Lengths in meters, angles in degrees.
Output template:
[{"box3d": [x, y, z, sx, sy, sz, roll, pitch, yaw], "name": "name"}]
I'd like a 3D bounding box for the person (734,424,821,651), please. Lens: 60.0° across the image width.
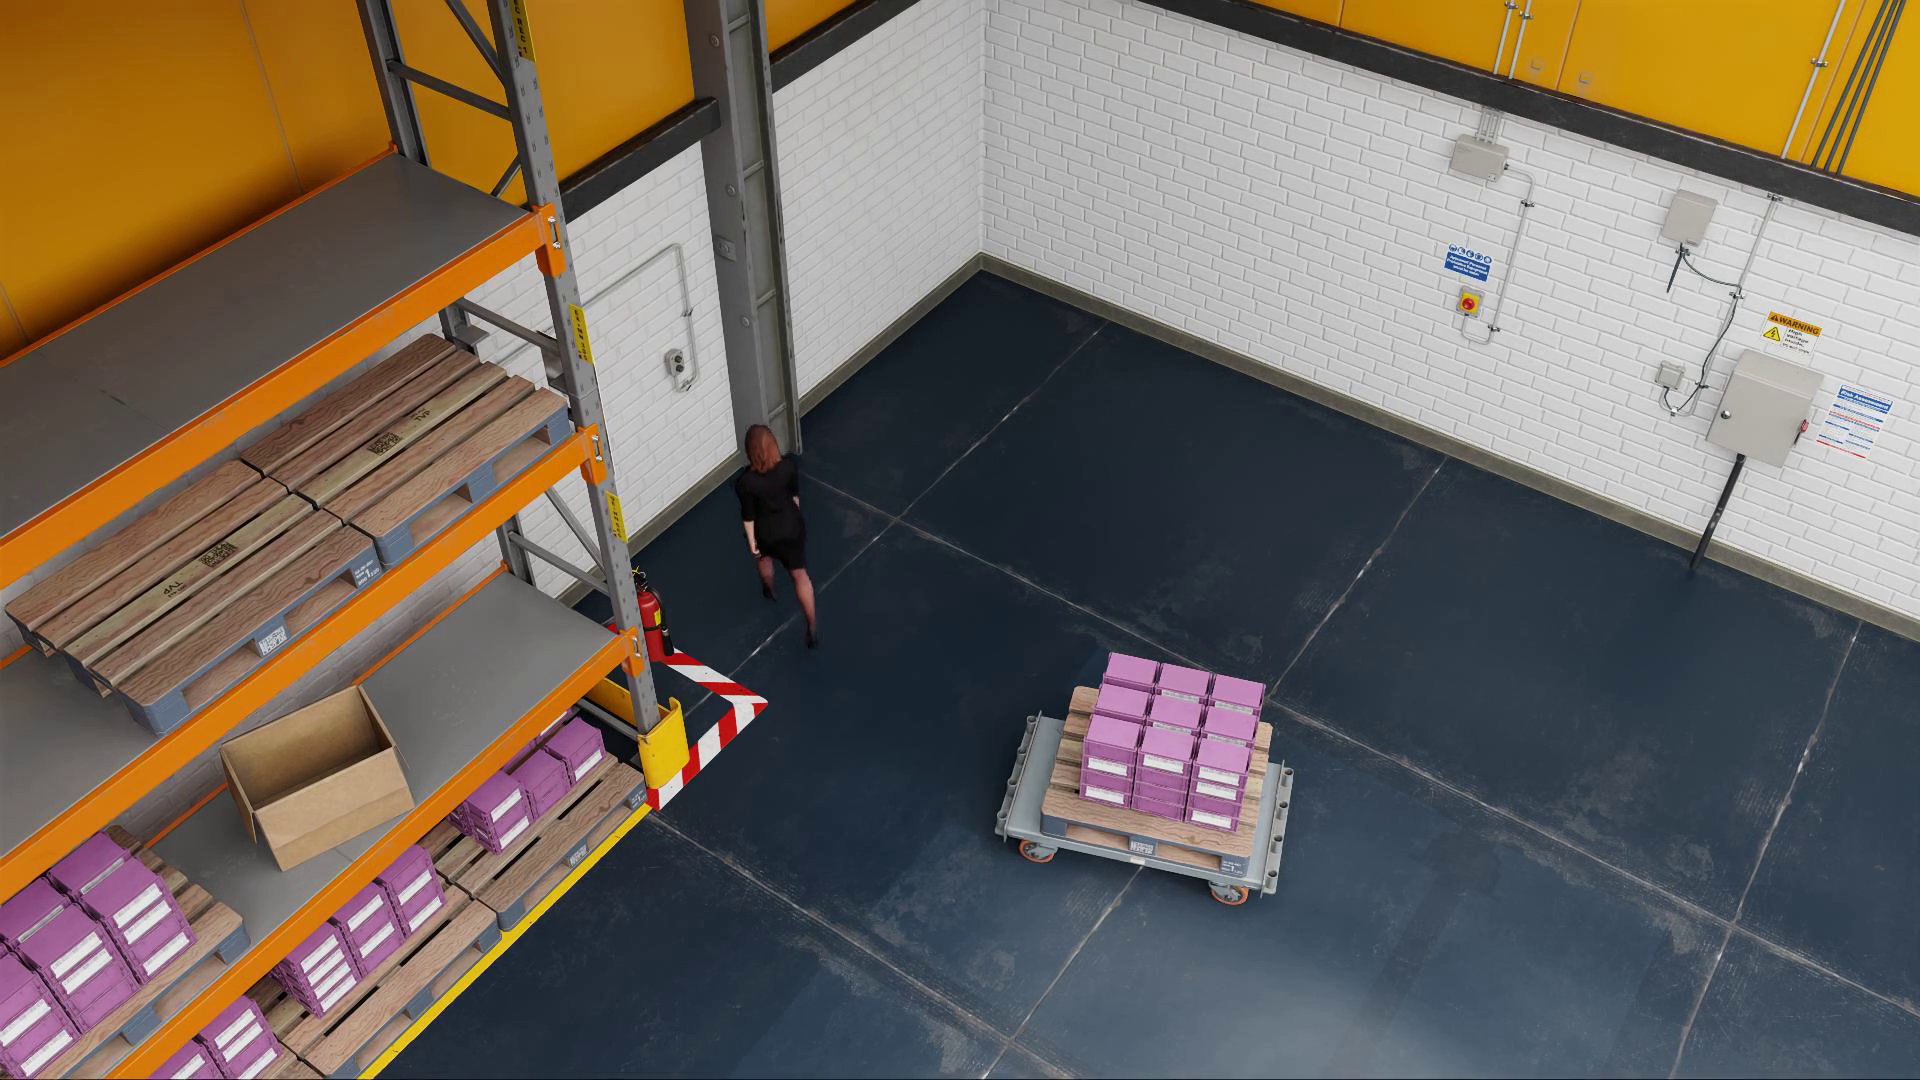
[{"box3d": [-1.141, -0.005, 10.707, 1.094, 1.673, 1.016, -17, 46, -17], "name": "person"}]
